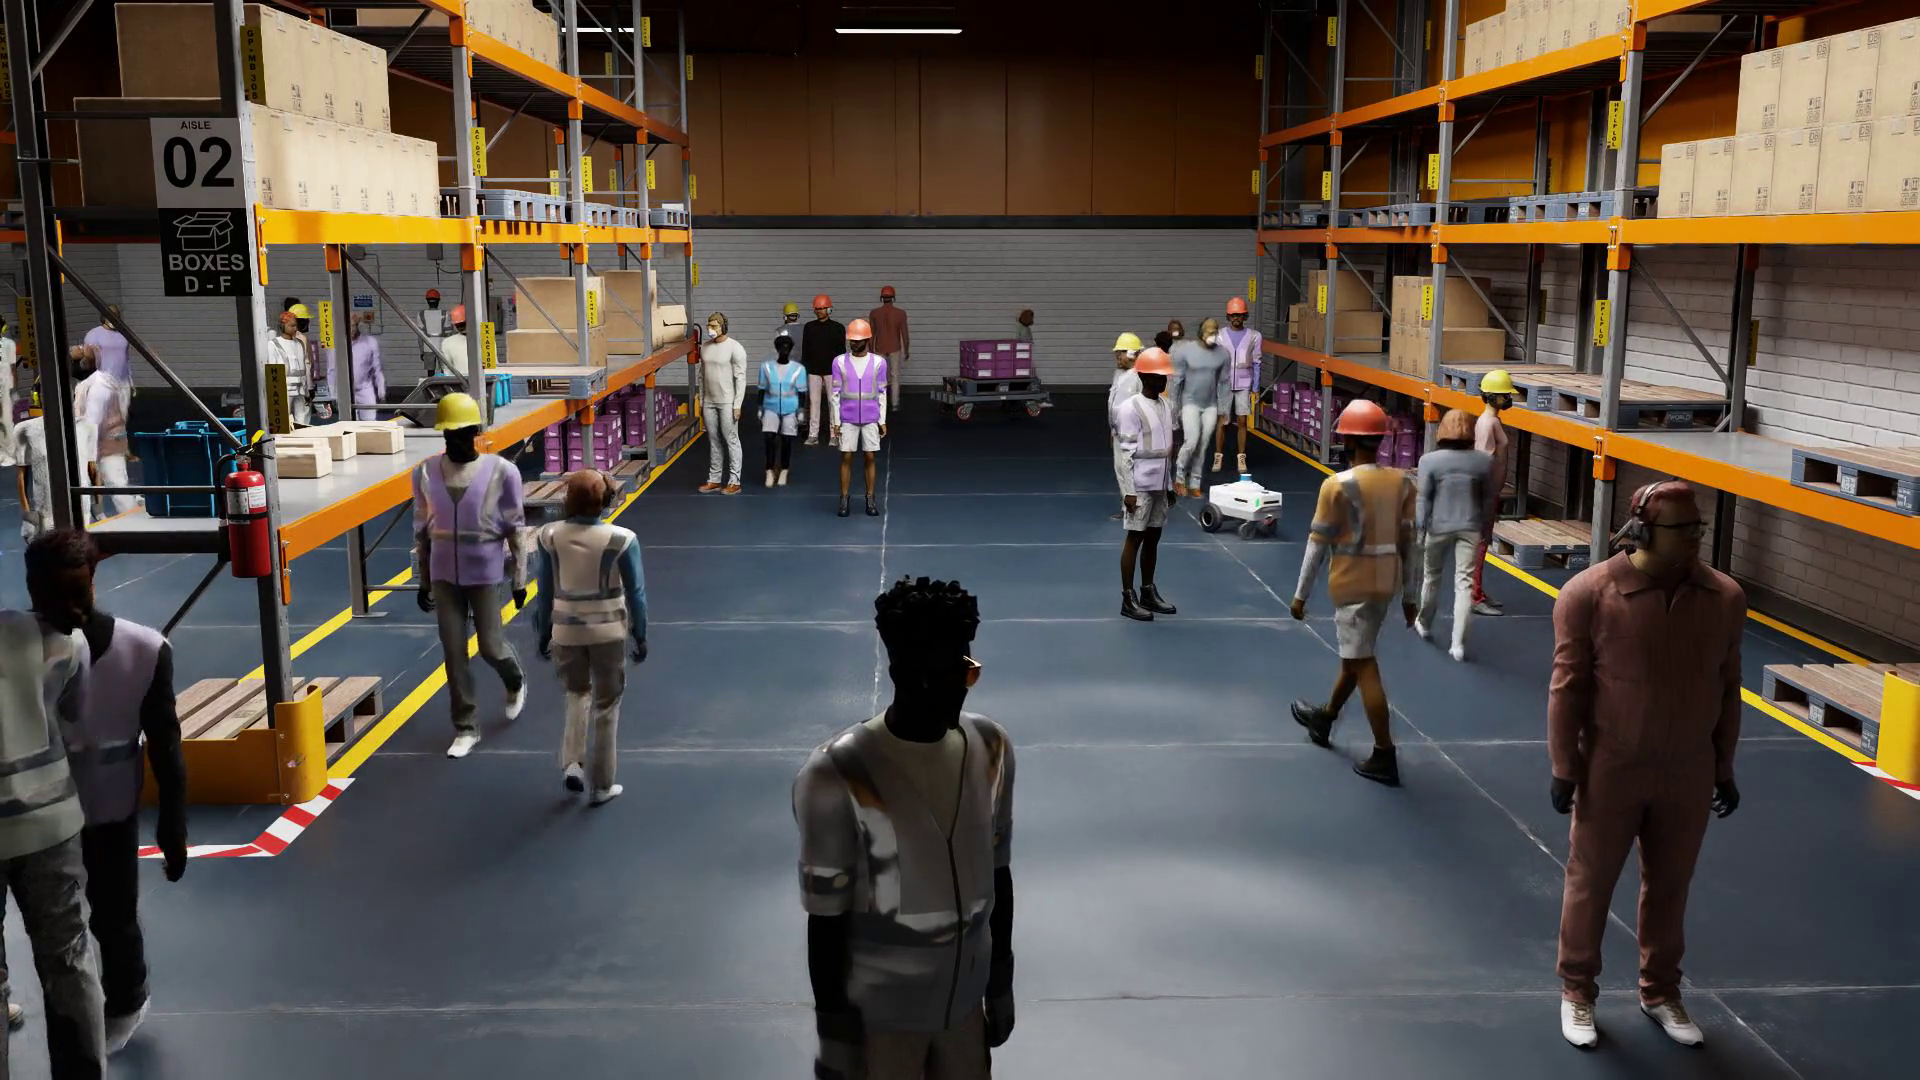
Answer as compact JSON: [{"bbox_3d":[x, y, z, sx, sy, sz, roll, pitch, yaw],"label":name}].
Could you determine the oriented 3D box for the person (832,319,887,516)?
[{"bbox_3d":[-0.977,-1.188,16.263,0.546,1.934,0.376,-1,10,-6],"label":"person"}]

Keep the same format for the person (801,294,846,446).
[{"bbox_3d":[-1.800,-2.231,21.903,0.611,1.996,0.379,2,10,13],"label":"person"}]

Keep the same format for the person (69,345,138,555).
[{"bbox_3d":[-7.433,-0.742,14.143,0.856,1.806,0.649,-9,14,-42],"label":"person"}]

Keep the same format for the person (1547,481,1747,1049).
[{"bbox_3d":[2.286,0.750,5.539,0.651,1.909,0.409,0,10,-2],"label":"person"}]

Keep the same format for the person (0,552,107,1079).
[{"bbox_3d":[-2.819,0.856,4.867,0.403,1.937,0.604,10,14,44],"label":"person"}]

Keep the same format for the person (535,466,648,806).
[{"bbox_3d":[-1.745,0.459,7.938,0.542,1.624,0.379,2,10,10],"label":"person"}]

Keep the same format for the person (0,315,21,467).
[{"bbox_3d":[-11.442,-1.788,19.878,0.569,1.841,0.461,2,10,13],"label":"person"}]

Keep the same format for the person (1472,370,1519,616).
[{"bbox_3d":[3.835,-0.344,12.030,0.314,1.768,0.526,4,11,19],"label":"person"}]

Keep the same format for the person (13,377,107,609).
[{"bbox_3d":[-5.771,-0.161,10.724,0.513,1.871,0.329,-9,14,-42],"label":"person"}]

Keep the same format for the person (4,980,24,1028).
[{"bbox_3d":[-3.479,0.762,5.642,0.346,1.847,0.506,-7,12,-33],"label":"person"}]

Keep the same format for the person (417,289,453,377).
[{"bbox_3d":[-8.407,-3.060,26.698,0.543,1.933,0.364,-2,10,-11],"label":"person"}]

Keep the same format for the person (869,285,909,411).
[{"bbox_3d":[-1.130,-3.032,26.375,0.629,1.991,0.394,2,10,9],"label":"person"}]

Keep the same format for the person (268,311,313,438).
[{"bbox_3d":[-7.707,-1.685,19.167,0.355,1.885,0.575,3,11,18],"label":"person"}]

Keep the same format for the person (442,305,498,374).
[{"bbox_3d":[-5.575,-1.694,18.984,0.618,1.964,0.585,-2,10,-11],"label":"person"}]

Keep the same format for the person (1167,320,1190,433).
[{"bbox_3d":[2.989,-2.238,23.042,0.523,1.585,0.825,-1,10,-6],"label":"person"}]

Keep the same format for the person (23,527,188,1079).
[{"bbox_3d":[-2.698,0.853,5.126,0.598,1.861,0.970,-4,11,-22],"label":"person"}]

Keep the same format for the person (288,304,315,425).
[{"bbox_3d":[-8.043,-1.916,20.336,0.365,1.928,0.586,-9,14,-42],"label":"person"}]

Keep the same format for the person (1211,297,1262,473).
[{"bbox_3d":[3.187,-1.789,19.303,0.605,2.045,0.381,2,10,9],"label":"person"}]

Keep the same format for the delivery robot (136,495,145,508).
[{"bbox_3d":[-7.405,-0.432,15.632,0.477,0.478,0.707,1,10,8],"label":"delivery robot"}]

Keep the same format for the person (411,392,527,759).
[{"bbox_3d":[-2.583,0.158,8.840,0.592,1.909,0.658,1,10,5],"label":"person"}]

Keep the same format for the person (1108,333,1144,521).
[{"bbox_3d":[1.626,-1.042,15.838,0.404,1.808,0.661,-4,11,-22],"label":"person"}]

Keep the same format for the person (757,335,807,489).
[{"bbox_3d":[-1.936,-1.386,18.078,0.547,1.664,0.688,-1,10,-4],"label":"person"}]

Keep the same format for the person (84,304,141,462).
[{"bbox_3d":[-10.243,-1.881,20.125,0.372,1.934,0.627,3,11,17],"label":"person"}]

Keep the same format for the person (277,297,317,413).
[{"bbox_3d":[-10.386,-2.887,26.053,0.705,1.813,0.642,-4,11,-20],"label":"person"}]

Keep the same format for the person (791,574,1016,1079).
[{"bbox_3d":[-0.102,1.034,3.834,0.598,1.958,0.375,-8,13,-37],"label":"person"}]

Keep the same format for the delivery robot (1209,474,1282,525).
[{"bbox_3d":[2.618,-0.363,15.248,0.477,0.478,0.707,-6,12,-32],"label":"delivery robot"}]

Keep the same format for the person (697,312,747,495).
[{"bbox_3d":[-2.544,-1.448,17.699,0.630,1.940,0.373,7,12,34],"label":"person"}]

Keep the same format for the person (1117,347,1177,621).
[{"bbox_3d":[1.359,-0.402,11.877,0.357,1.938,0.542,9,14,41],"label":"person"}]

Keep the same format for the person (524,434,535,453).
[{"bbox_3d":[-5.398,-2.034,21.260,0.625,1.837,0.429,-7,12,-34],"label":"person"}]

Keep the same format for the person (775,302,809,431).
[{"bbox_3d":[-2.373,-2.440,23.519,0.586,1.833,0.403,-7,13,-35],"label":"person"}]

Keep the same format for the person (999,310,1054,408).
[{"bbox_3d":[1.047,-2.915,26.846,0.872,1.592,0.512,2,10,12],"label":"person"}]

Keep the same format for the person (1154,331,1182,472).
[{"bbox_3d":[2.376,-1.545,19.007,0.539,1.669,0.570,-3,11,-14],"label":"person"}]

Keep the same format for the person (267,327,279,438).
[{"bbox_3d":[-9.001,-2.104,21.497,0.572,1.887,0.354,8,13,38],"label":"person"}]

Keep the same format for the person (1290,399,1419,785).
[{"bbox_3d":[1.972,0.229,8.487,0.565,1.884,0.998,-6,12,-28],"label":"person"}]

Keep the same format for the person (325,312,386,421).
[{"bbox_3d":[-7.073,-1.745,19.538,0.666,1.875,0.806,-2,10,-10],"label":"person"}]

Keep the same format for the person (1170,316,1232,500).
[{"bbox_3d":[2.505,-1.366,17.287,0.640,1.916,0.432,-3,11,-18],"label":"person"}]

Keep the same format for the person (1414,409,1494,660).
[{"bbox_3d":[3.229,-0.059,10.923,0.520,1.590,0.841,1,10,7],"label":"person"}]

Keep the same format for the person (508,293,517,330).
[{"bbox_3d":[-6.829,-2.908,25.999,0.570,1.880,1.015,8,13,39],"label":"person"}]
